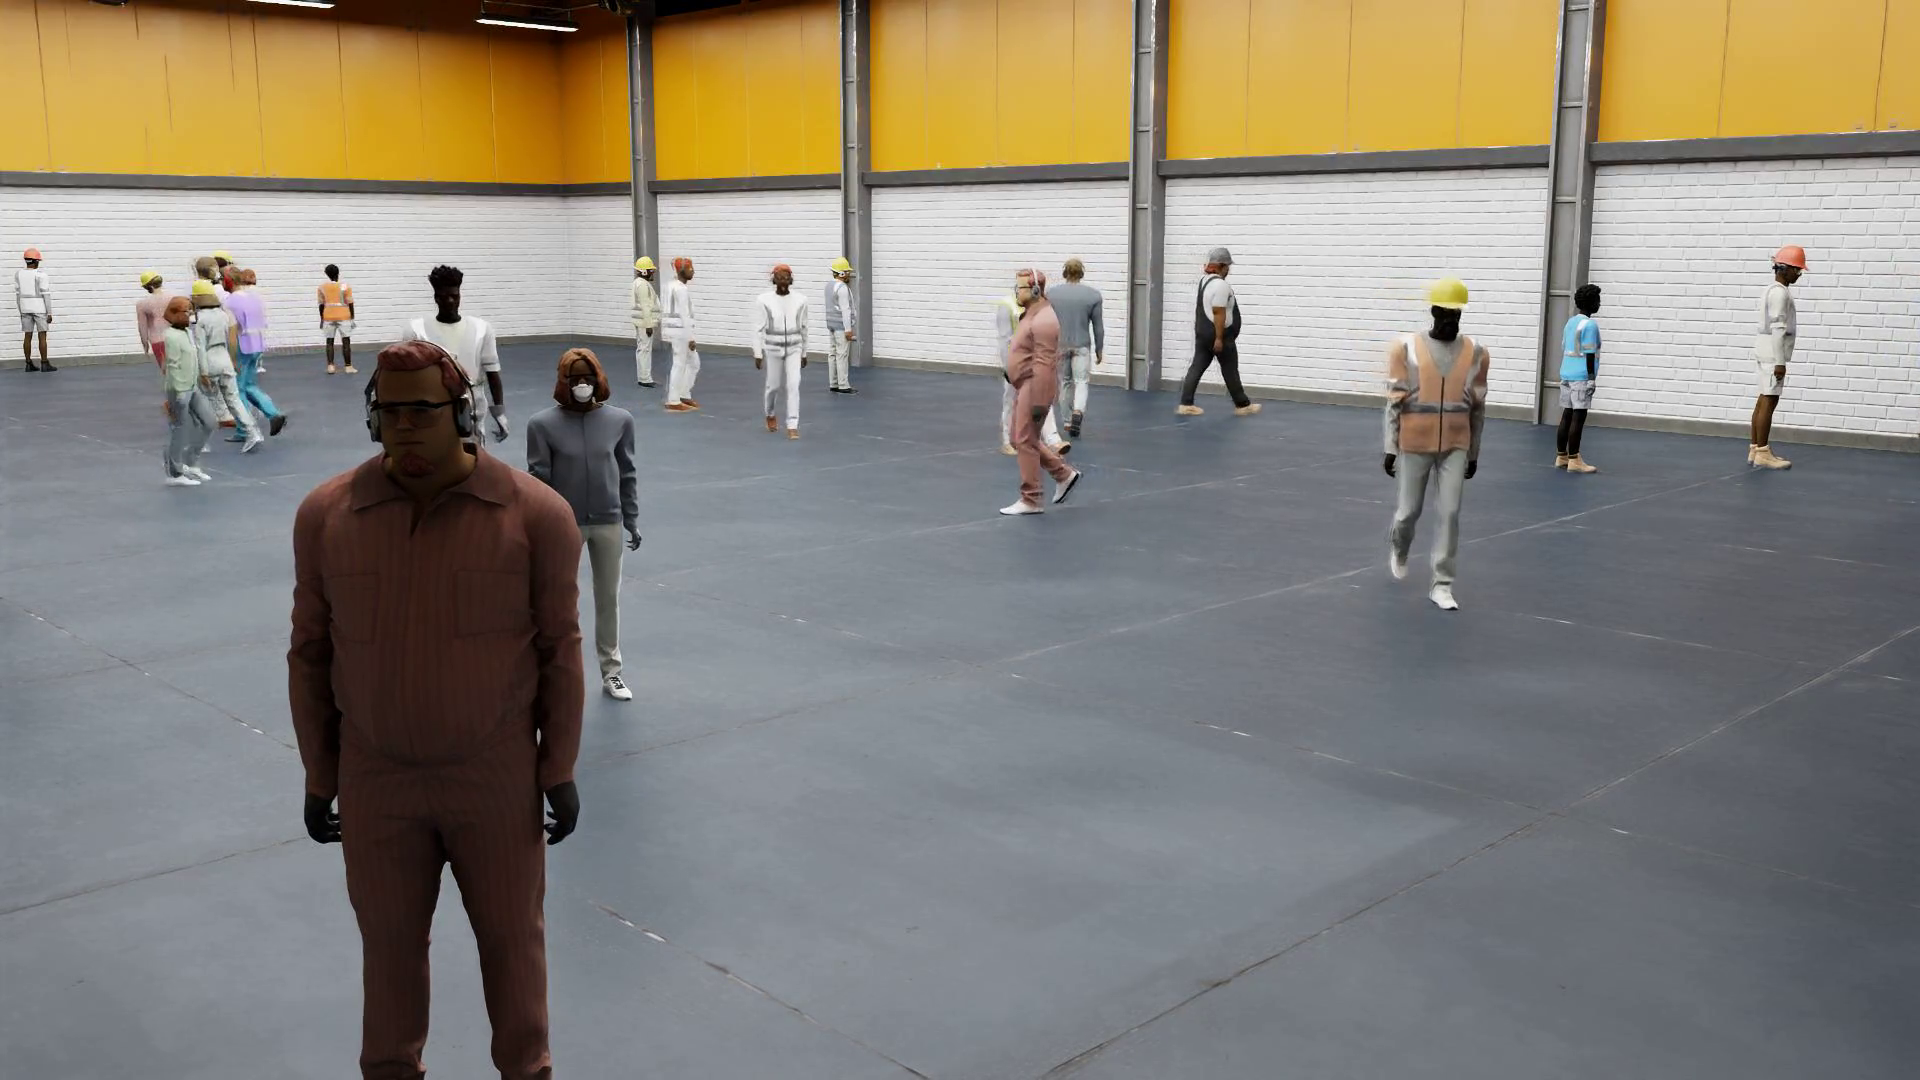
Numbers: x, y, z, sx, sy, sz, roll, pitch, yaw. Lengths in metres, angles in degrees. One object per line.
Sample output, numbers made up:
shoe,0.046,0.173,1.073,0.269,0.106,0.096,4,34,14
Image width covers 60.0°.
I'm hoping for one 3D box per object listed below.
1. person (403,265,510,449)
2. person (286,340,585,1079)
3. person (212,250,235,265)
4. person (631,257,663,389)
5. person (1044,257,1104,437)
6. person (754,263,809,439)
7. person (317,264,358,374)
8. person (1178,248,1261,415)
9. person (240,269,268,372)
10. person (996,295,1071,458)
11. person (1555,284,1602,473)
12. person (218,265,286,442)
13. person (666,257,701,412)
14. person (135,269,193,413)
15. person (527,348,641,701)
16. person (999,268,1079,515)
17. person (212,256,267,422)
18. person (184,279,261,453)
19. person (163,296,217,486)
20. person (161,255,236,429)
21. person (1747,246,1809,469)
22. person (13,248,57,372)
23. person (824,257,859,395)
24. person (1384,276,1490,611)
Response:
person,-3.274,-0.817,10.906,0.610,1.931,0.903,-7,12,-32
person,-1.165,0.510,3.729,0.641,1.908,0.407,-1,10,-7
person,-10.319,-3.091,23.317,0.592,1.923,0.381,6,12,31
person,-4.368,-3.020,23.176,0.403,1.835,0.588,-4,11,-20
person,1.199,-2.035,17.608,0.639,1.912,0.870,1,10,5
person,-1.913,-2.017,17.706,0.590,1.853,0.866,-3,11,-14
person,-9.590,-3.385,25.597,0.570,1.689,0.328,-1,10,-3
person,3.066,-2.490,19.722,1.007,2.000,0.692,-3,11,-16
person,-11.024,-3.389,25.787,0.504,1.619,0.523,2,11,10
person,0.681,-1.664,15.883,0.658,1.793,0.945,-6,12,-30
person,5.606,-1.457,15.028,0.318,1.694,0.539,0,10,-2
person,-7.349,-1.904,17.110,0.514,1.824,0.576,1,10,8
person,-3.312,-2.467,20.074,0.570,1.861,0.603,-3,11,-15
person,-9.399,-2.328,19.671,0.577,1.725,0.368,-6,12,-30
person,-1.702,-0.056,7.561,0.507,1.632,0.265,-5,12,-26
person,0.599,-1.129,12.717,0.545,1.886,0.660,-1,10,-5
person,-8.285,-2.263,18.890,0.753,1.898,0.595,1,10,5
person,-7.273,-1.698,16.299,0.835,1.707,0.473,5,11,25
person,-6.587,-1.260,14.155,0.440,1.614,0.521,-1,10,-6
person,-8.292,-2.139,18.149,0.769,1.919,0.632,-3,11,-18
person,7.519,-1.672,15.286,0.392,2.033,0.605,3,11,17
person,-14.479,-3.594,26.052,0.540,1.929,0.380,0,10,1
person,-1.590,-2.858,22.291,0.403,1.834,0.588,-6,12,-28
person,2.759,-0.584,9.704,0.599,1.905,0.747,1,10,4
